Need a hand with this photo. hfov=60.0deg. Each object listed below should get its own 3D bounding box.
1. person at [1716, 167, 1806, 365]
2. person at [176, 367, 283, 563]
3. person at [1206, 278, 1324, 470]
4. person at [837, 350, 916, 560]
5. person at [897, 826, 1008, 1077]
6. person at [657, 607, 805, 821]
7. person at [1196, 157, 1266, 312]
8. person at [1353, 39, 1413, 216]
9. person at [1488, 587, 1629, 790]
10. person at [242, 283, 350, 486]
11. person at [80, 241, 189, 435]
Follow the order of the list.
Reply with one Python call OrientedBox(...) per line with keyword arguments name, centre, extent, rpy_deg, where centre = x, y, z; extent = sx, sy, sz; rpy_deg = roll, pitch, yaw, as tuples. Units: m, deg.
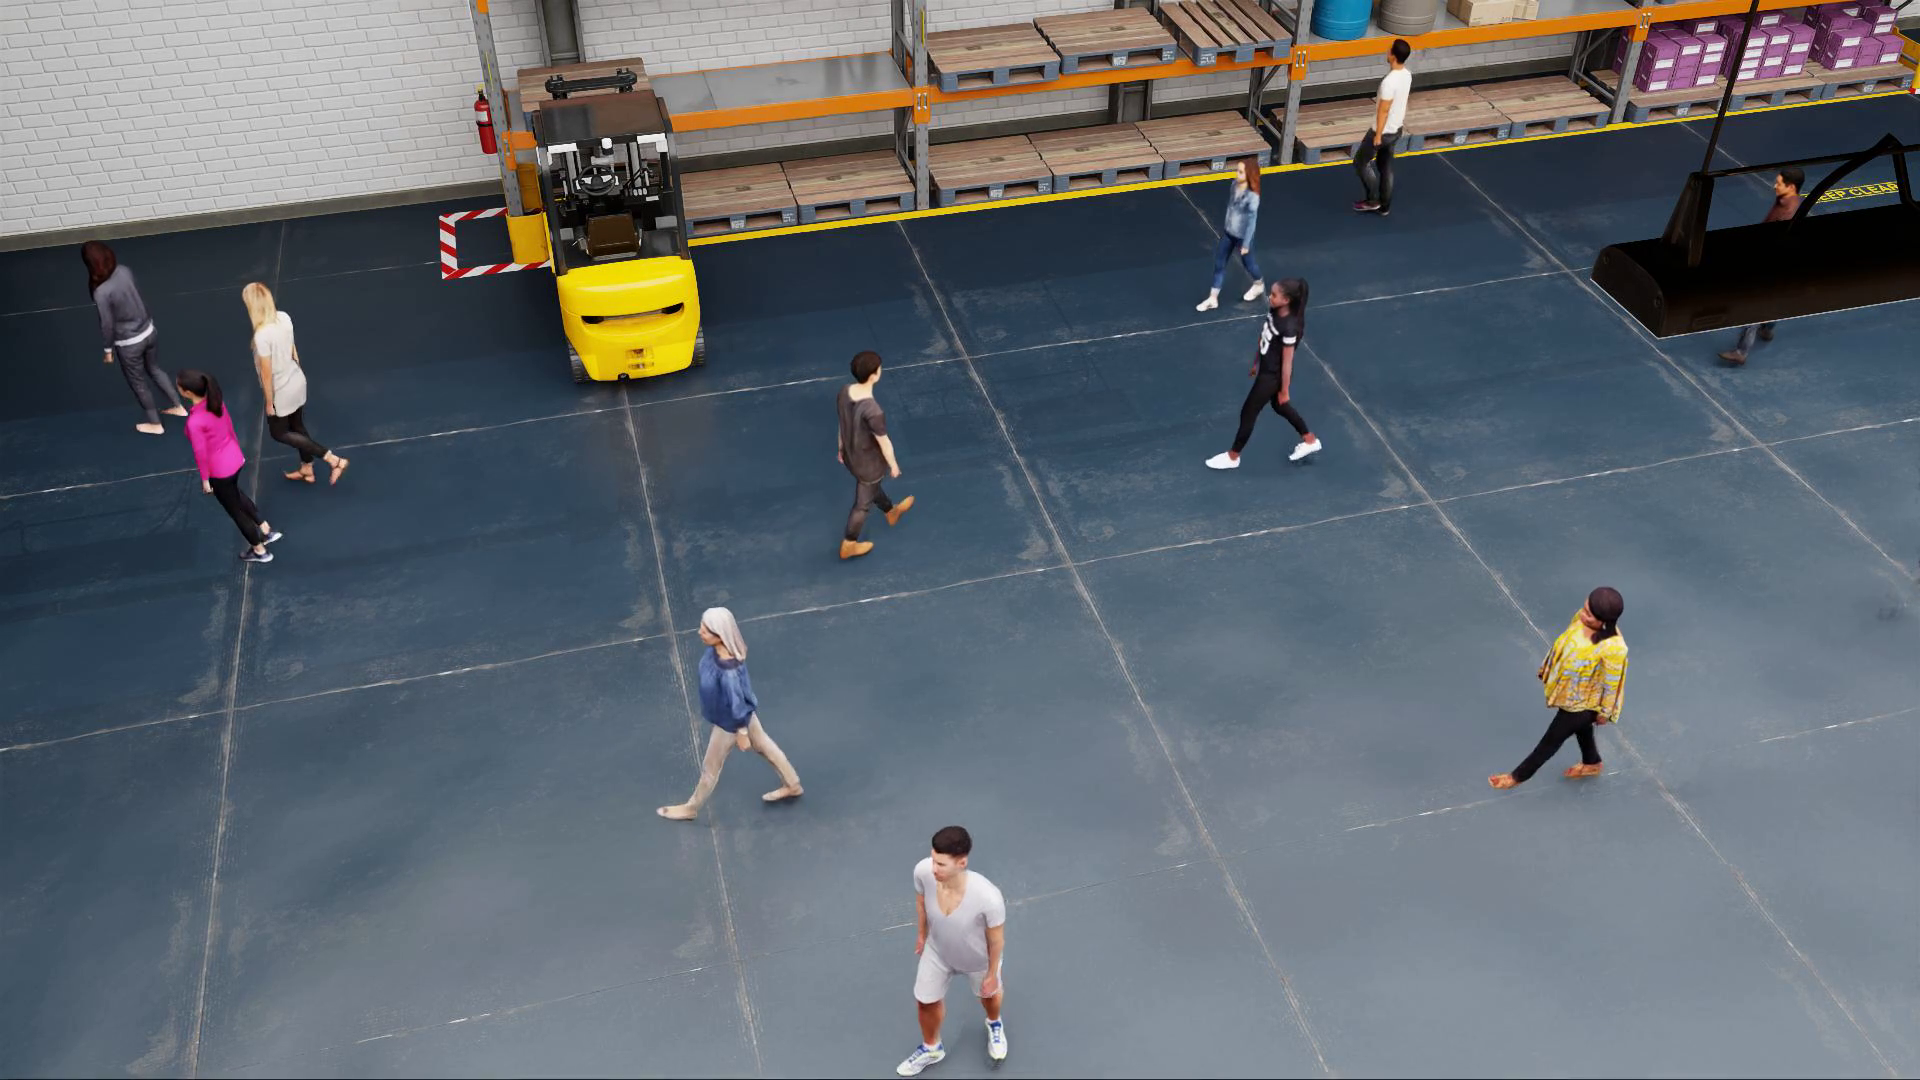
OrientedBox(name="person", centre=(7.027, -2.381, 14.346), extent=(0.976, 1.741, 0.956), rpy_deg=(13, 40, 15))
OrientedBox(name="person", centre=(-5.245, -0.521, 12.067), extent=(0.743, 1.688, 0.707), rpy_deg=(5, 39, 6))
OrientedBox(name="person", centre=(2.529, -1.270, 12.996), extent=(1.223, 1.689, 0.779), rpy_deg=(-3, 39, -3))
OrientedBox(name="person", centre=(-0.750, -0.582, 12.146), extent=(1.094, 1.675, 0.843), rpy_deg=(-25, 45, -27))
OrientedBox(name="person", centre=(0.059, 2.090, 8.680), extent=(0.946, 1.824, 1.001), rpy_deg=(14, 41, 17))
OrientedBox(name="person", centre=(-1.288, 1.073, 10.110), extent=(1.157, 1.640, 0.678), rpy_deg=(-7, 39, -8))
OrientedBox(name="person", centre=(2.594, -2.774, 15.072), extent=(1.043, 1.448, 0.763), rpy_deg=(-20, 43, -24))
OrientedBox(name="person", centre=(4.261, -4.011, 16.355), extent=(0.841, 1.791, 0.756), rpy_deg=(27, 46, 30))
OrientedBox(name="person", centre=(3.908, 0.970, 10.301), extent=(1.079, 1.552, 0.800), rpy_deg=(-4, 39, -6))
OrientedBox(name="person", centre=(-5.079, -1.138, 12.734), extent=(0.953, 1.810, 0.809), rpy_deg=(4, 39, 5))
OrientedBox(name="person", centre=(-6.605, -1.629, 13.385), extent=(0.775, 1.766, 0.762), rpy_deg=(9, 39, 10))
